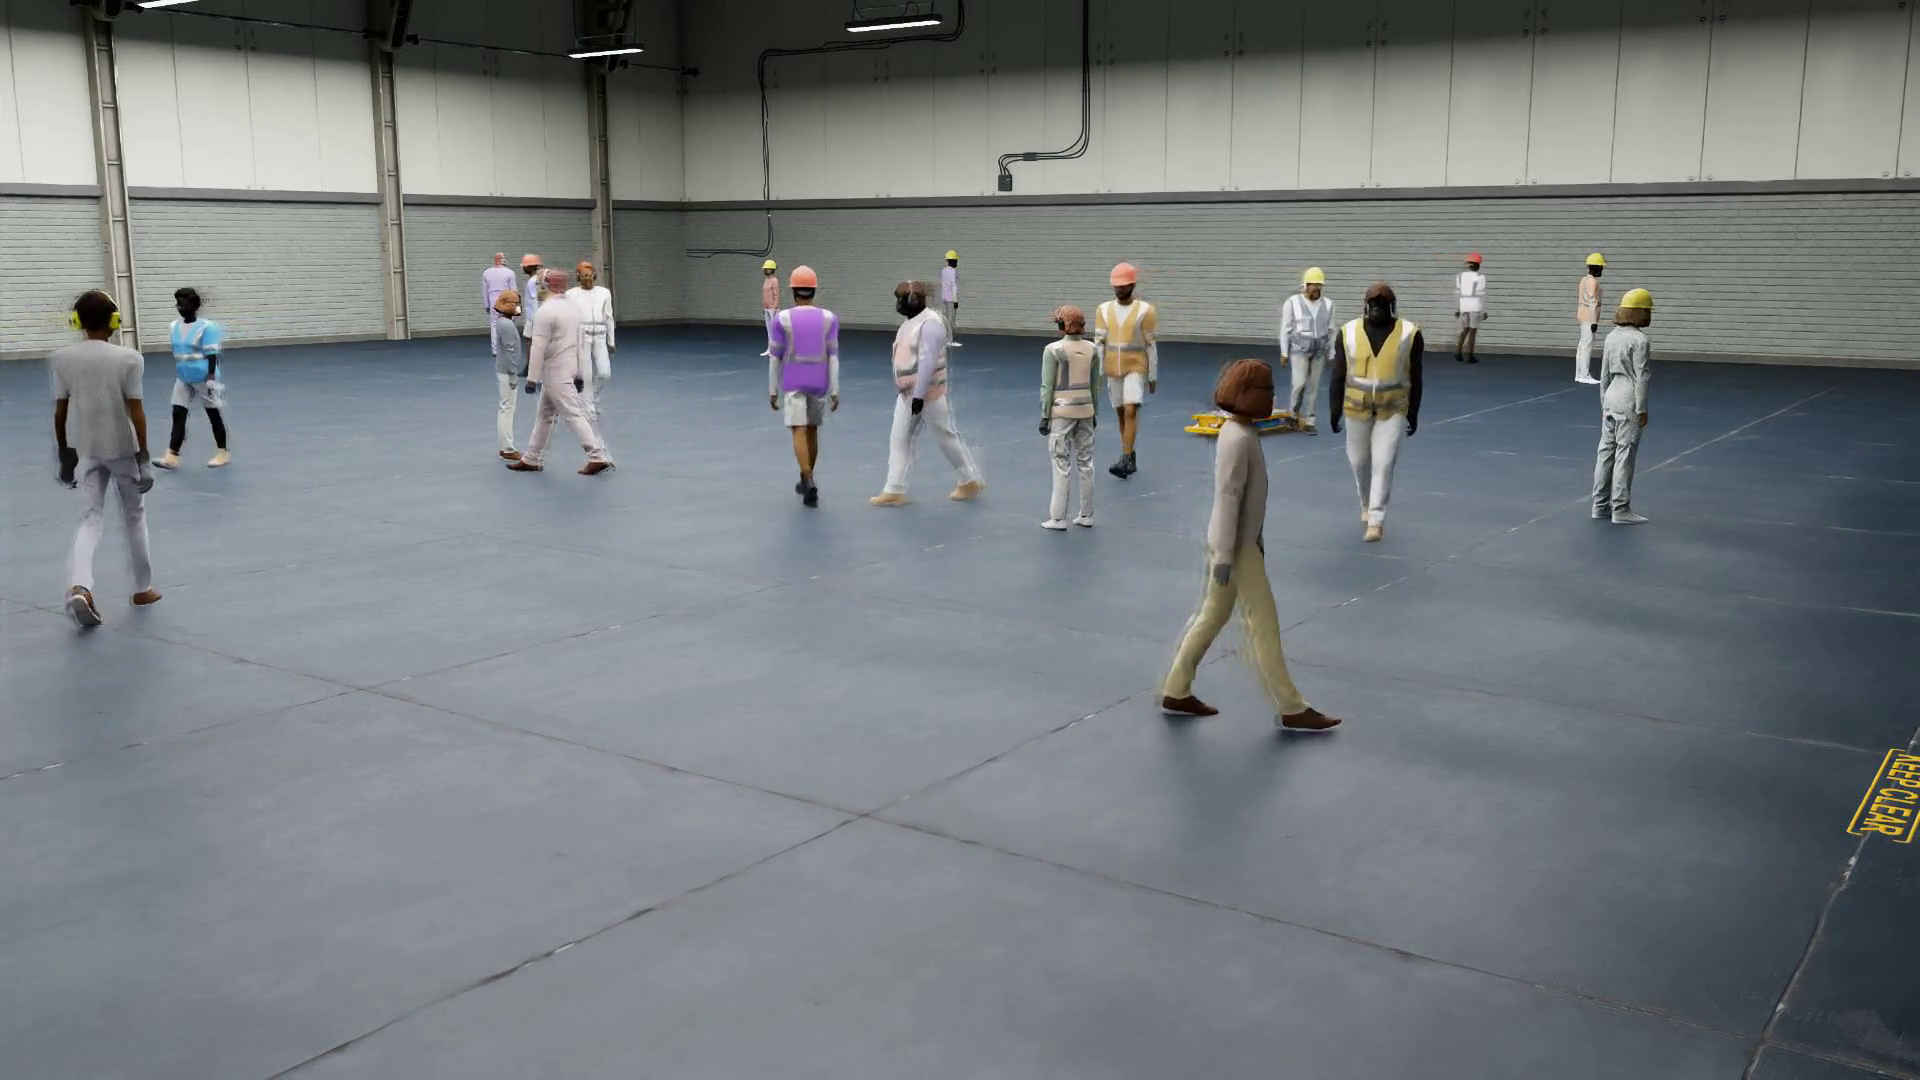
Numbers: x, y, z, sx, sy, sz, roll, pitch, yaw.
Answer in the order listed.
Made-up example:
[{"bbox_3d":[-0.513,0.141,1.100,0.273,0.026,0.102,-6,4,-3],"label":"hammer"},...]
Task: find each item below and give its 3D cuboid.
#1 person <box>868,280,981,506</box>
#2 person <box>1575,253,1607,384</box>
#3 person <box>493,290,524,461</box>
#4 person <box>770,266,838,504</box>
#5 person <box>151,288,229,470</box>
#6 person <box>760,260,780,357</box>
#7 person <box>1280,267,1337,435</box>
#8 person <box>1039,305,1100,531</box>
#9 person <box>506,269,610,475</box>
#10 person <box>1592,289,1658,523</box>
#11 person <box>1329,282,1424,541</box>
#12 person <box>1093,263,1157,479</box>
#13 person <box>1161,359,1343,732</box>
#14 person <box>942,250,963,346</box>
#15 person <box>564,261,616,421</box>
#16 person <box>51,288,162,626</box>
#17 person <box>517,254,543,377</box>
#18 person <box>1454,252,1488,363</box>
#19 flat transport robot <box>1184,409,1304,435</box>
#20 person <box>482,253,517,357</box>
[{"bbox_3d":[-0.264,-1.175,13.284,0.954,1.798,0.616,-6,12,-29],"label":"person"},{"bbox_3d":[9.374,-3.287,24.720,0.368,1.927,0.587,1,10,8],"label":"person"},{"bbox_3d":[-4.325,-1.581,15.988,0.285,1.631,0.501,-4,11,-20],"label":"person"},{"bbox_3d":[-1.244,-1.255,13.420,0.553,1.907,0.932,-3,11,-16],"label":"person"},{"bbox_3d":[-7.067,-1.461,15.223,0.551,1.662,0.771,3,11,16],"label":"person"},{"bbox_3d":[-3.487,-4.259,30.609,0.309,1.772,0.525,-6,12,-31],"label":"person"},{"bbox_3d":[3.785,-2.037,18.014,0.621,1.817,0.429,-2,10,-10],"label":"person"},{"bbox_3d":[0.804,-0.885,12.092,0.513,1.634,0.311,-7,12,-35],"label":"person"},{"bbox_3d":[-3.631,-1.510,14.991,1.034,1.856,0.657,1,10,8],"label":"person"},{"bbox_3d":[4.983,-0.998,12.421,0.324,1.740,0.492,-2,10,-12],"label":"person"},{"bbox_3d":[2.975,-0.938,11.906,0.633,1.814,0.852,4,11,20],"label":"person"},{"bbox_3d":[1.425,-1.484,14.713,0.544,1.885,0.952,5,11,27],"label":"person"},{"bbox_3d":[1.241,0.021,7.129,0.779,1.591,0.519,2,10,10],"label":"person"},{"bbox_3d":[-0.179,-4.886,33.666,0.359,1.930,0.590,-4,11,-23],"label":"person"},{"bbox_3d":[-4.334,-2.326,19.498,0.599,1.864,0.454,-6,12,-29],"label":"person"},{"bbox_3d":[-4.749,-0.464,9.193,0.532,1.842,0.896,-1,10,-7],"label":"person"},{"bbox_3d":[-6.545,-3.487,25.864,0.796,1.917,0.556,0,10,-1],"label":"person"},{"bbox_3d":[8.855,-4.010,28.779,0.374,1.925,0.558,-8,13,-36],"label":"person"},{"bbox_3d":[3.141,-1.307,18.264,0.652,0.197,1.431,9,14,41],"label":"flat transport robot"},{"bbox_3d":[-8.404,-4.307,30.500,0.642,1.905,0.399,2,10,10],"label":"person"}]
